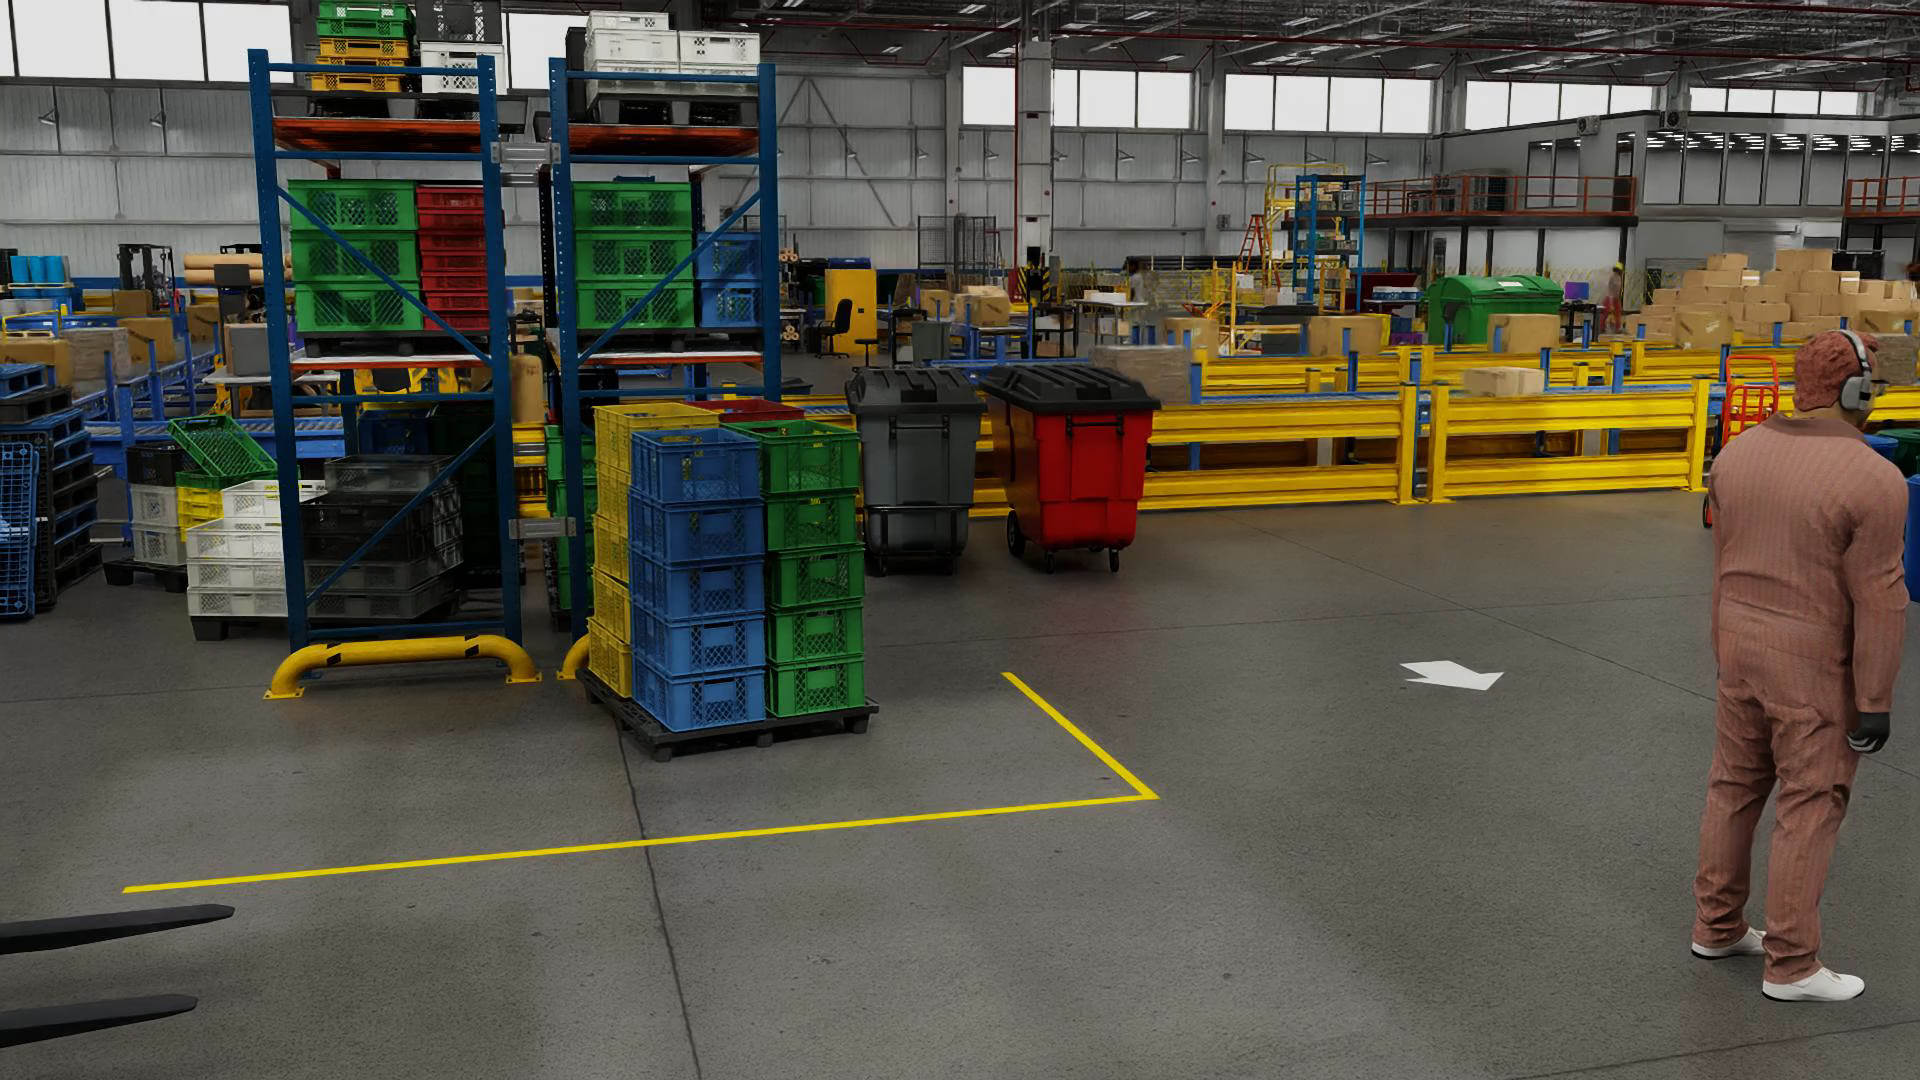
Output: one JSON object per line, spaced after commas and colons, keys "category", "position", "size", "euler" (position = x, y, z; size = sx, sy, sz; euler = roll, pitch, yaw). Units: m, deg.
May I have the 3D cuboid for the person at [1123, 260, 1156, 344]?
{"category": "person", "position": [3.865, -5.153, 36.104], "size": [0.705, 1.840, 0.527], "euler": [5, 11, 28]}

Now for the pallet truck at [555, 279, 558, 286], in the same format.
{"category": "pallet truck", "position": [-10.604, -6.375, 44.520], "size": [0.653, 1.274, 1.630], "euler": [-3, 10, -15]}

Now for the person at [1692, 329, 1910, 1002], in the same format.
{"category": "person", "position": [2.408, 0.356, 4.737], "size": [0.399, 1.900, 0.636], "euler": [-4, 11, -20]}

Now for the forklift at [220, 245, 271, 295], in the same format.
{"category": "forklift", "position": [-17.749, -6.334, 41.440], "size": [1.157, 1.987, 2.680], "euler": [-3, 10, -17]}

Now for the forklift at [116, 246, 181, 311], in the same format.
{"category": "forklift", "position": [-19.966, -6.232, 40.894], "size": [1.157, 1.987, 2.680], "euler": [-3, 10, -15]}

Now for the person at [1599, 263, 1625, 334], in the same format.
{"category": "person", "position": [15.876, -5.831, 40.250], "size": [0.578, 1.717, 0.786], "euler": [-7, 12, -36]}

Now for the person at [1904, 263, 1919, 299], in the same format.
{"category": "person", "position": [16.399, -3.842, 28.668], "size": [0.986, 1.831, 0.598], "euler": [8, 13, 38]}
